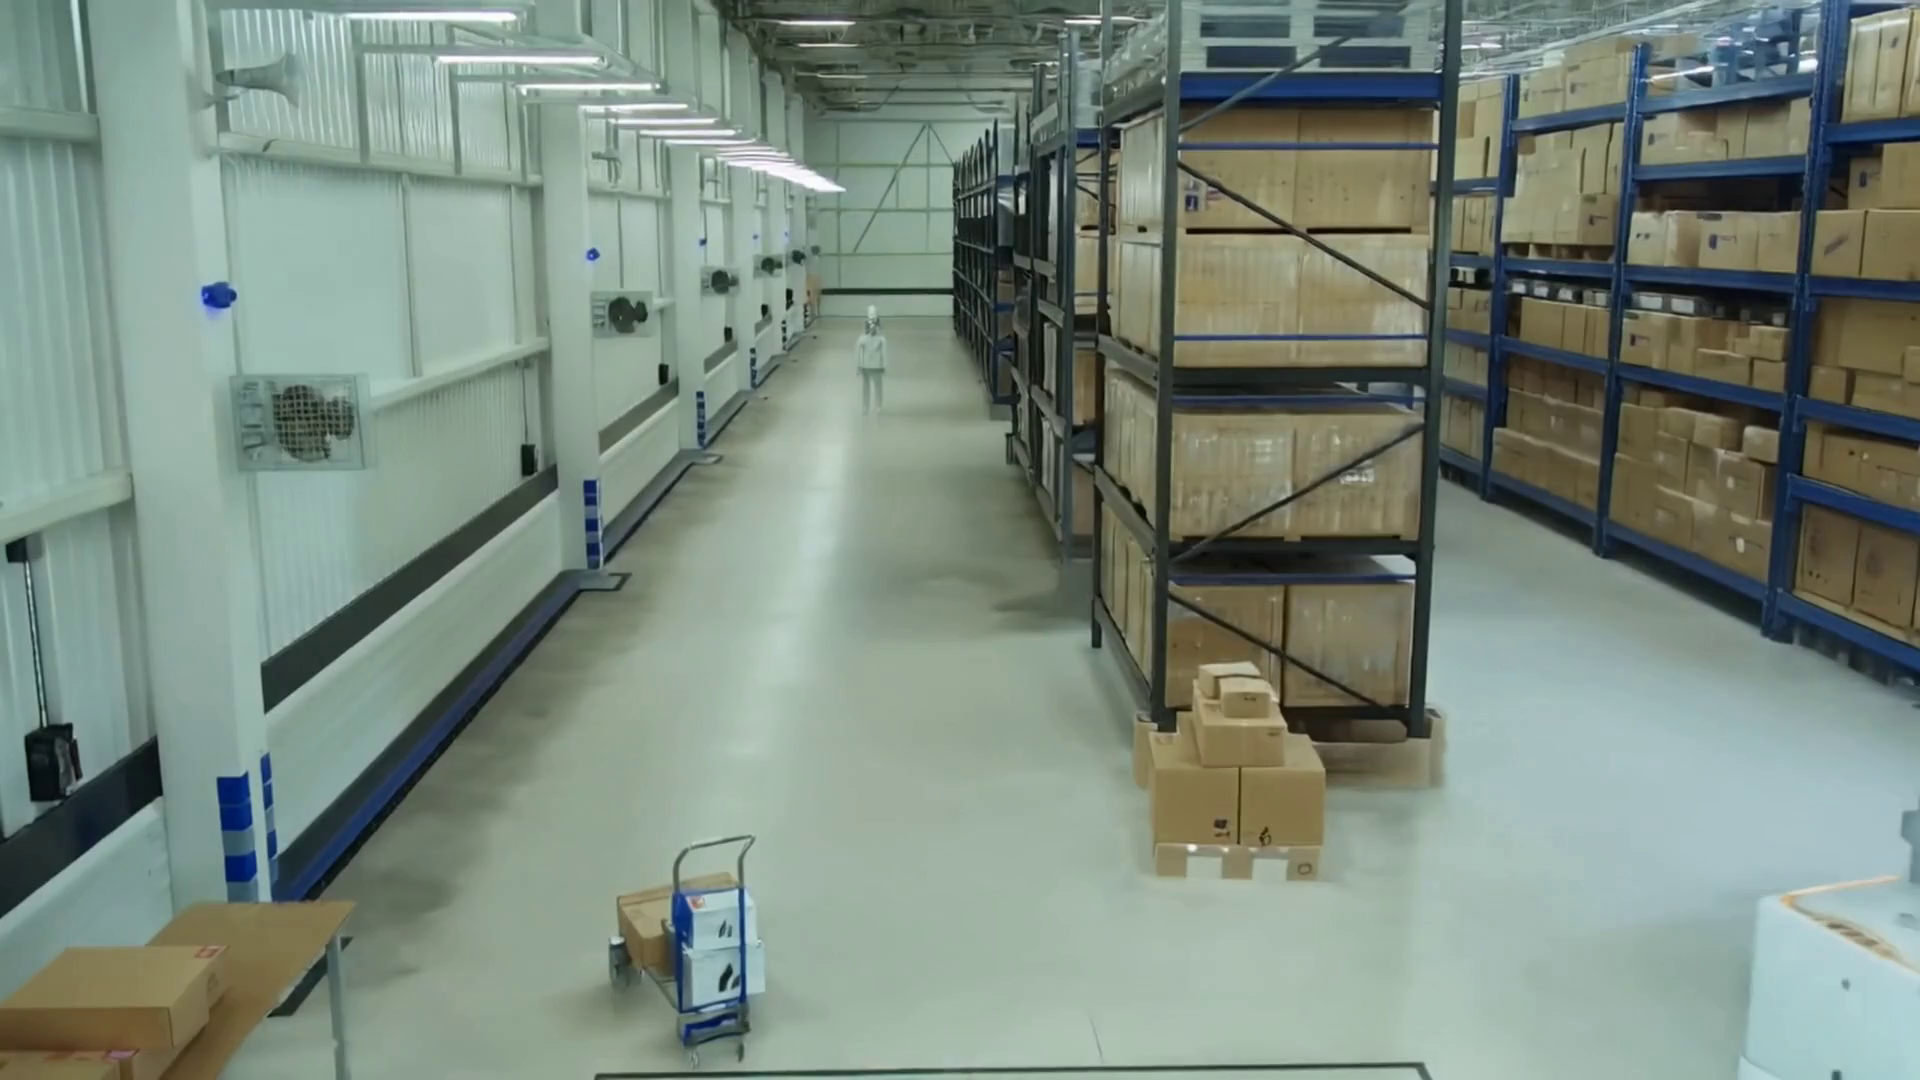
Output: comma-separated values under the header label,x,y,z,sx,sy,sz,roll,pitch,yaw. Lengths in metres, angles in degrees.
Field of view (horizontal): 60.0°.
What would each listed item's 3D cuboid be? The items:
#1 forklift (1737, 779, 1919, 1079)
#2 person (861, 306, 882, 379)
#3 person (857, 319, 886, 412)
label,x,y,z,sx,sy,sz,roll,pitch,yaw
forklift,4.548,1.289,7.145,1.873,2.768,1.129,-3,11,-17
person,-2.277,-5.068,42.761,0.592,1.910,0.390,-6,12,-29
person,-1.895,-3.718,35.535,0.621,1.986,0.411,0,11,2
